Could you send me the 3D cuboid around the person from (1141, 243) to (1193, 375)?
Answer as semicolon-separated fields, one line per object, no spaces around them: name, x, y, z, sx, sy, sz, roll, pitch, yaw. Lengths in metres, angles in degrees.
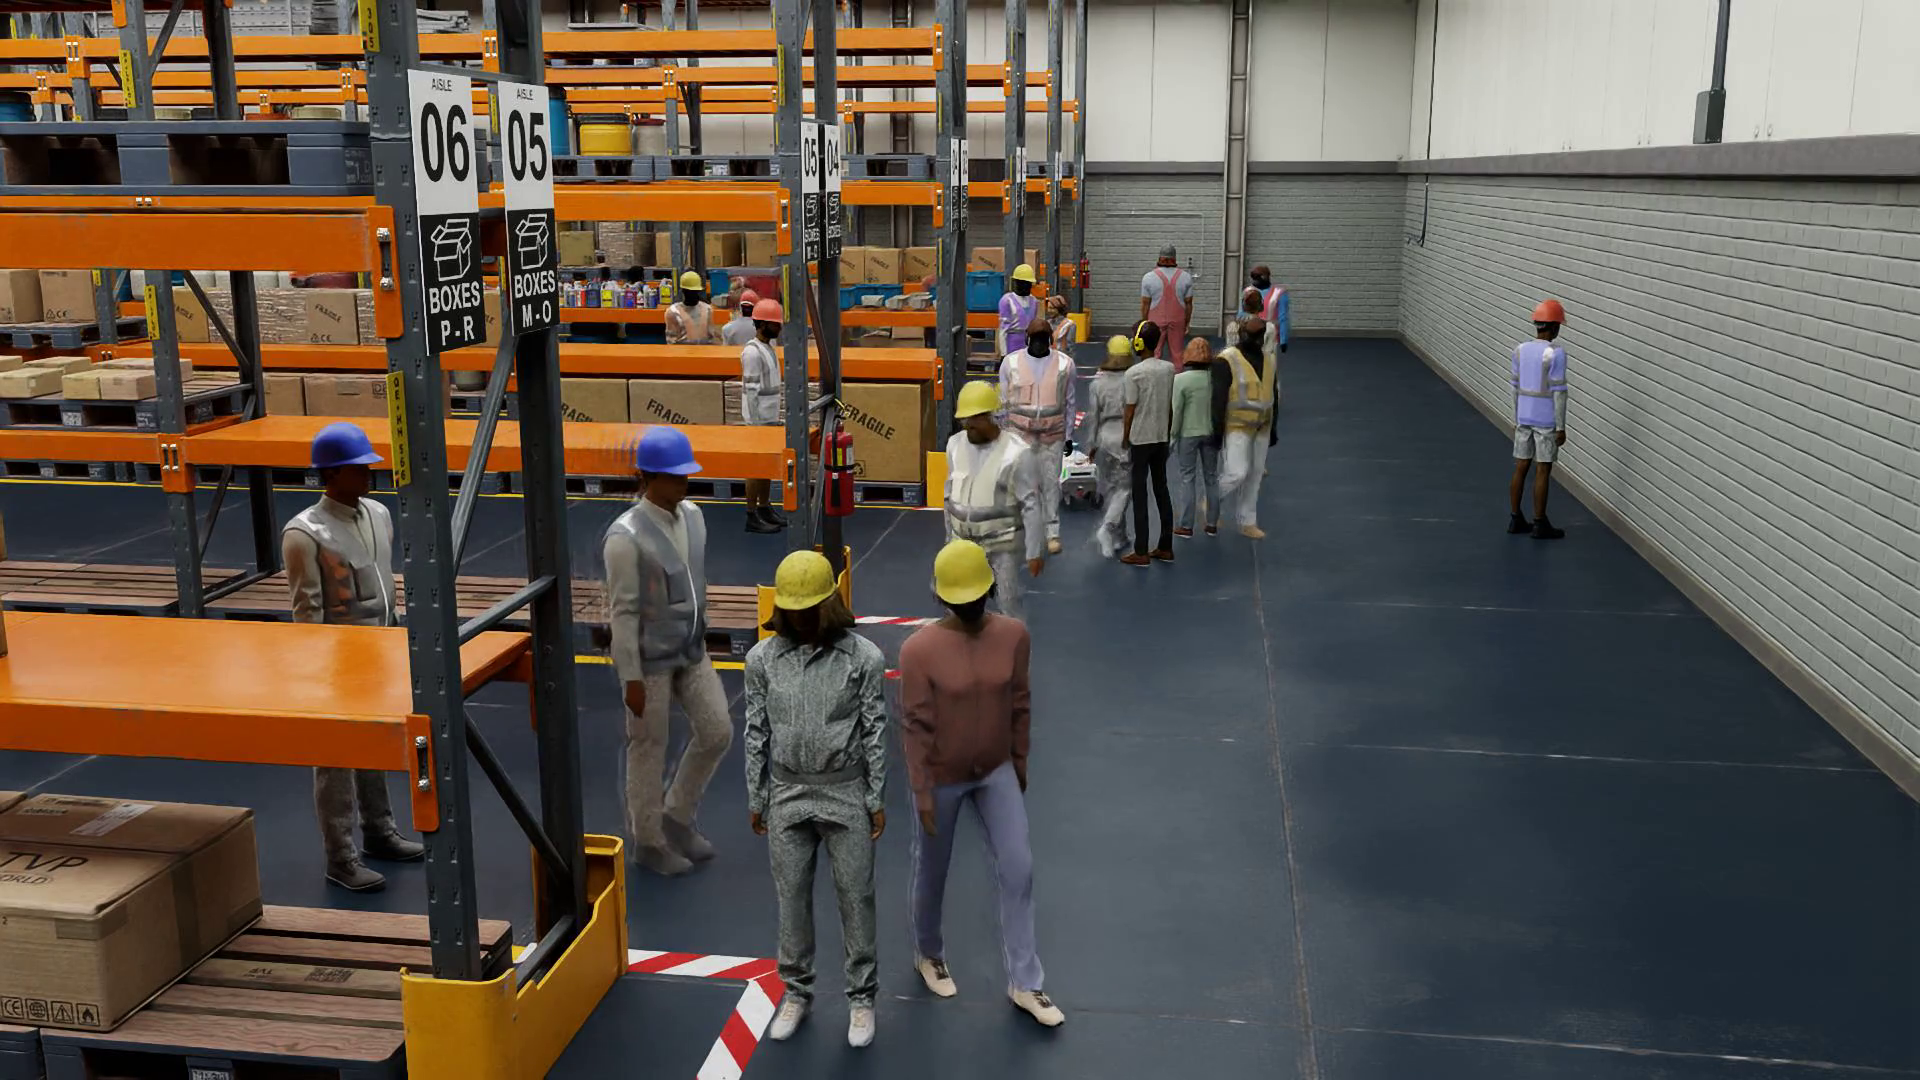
person;2.692;-2.877;21.860;0.688;2.000;0.539;-1;13;-5

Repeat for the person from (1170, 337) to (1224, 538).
person;1.930;-0.831;13.550;0.503;1.632;0.271;-4;13;-17

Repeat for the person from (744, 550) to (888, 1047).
person;-0.489;0.874;5.633;0.491;1.733;0.317;1;13;6

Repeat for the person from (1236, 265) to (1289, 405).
person;3.731;-2.499;20.656;0.654;1.820;0.479;9;15;34

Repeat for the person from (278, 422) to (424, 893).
person;-2.528;0.475;6.933;0.381;1.951;0.607;3;13;15

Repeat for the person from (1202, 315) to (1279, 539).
person;2.307;-0.913;13.500;0.630;1.826;0.476;-8;15;-32

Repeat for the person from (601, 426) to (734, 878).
person;-1.219;0.482;6.936;0.463;1.930;0.648;7;14;28

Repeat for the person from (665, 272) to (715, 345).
person;-2.846;-1.894;17.728;0.586;1.916;0.426;-11;17;-41

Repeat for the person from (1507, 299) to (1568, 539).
person;4.720;-0.980;13.525;0.360;1.940;0.543;-6;14;-27

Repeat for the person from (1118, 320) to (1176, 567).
person;1.417;-0.729;12.585;0.511;1.862;0.321;-9;16;-36

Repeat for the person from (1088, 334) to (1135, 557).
person;1.195;-0.724;12.886;0.510;1.704;0.747;7;14;29

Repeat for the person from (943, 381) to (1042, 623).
person;0.161;0.008;9.359;0.686;1.804;0.545;7;15;30

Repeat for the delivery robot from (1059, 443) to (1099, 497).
delivery robot;1.002;-0.622;14.847;0.477;0.478;0.707;-2;13;-9

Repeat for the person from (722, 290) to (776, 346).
person;-2.177;-1.717;17.276;0.572;1.749;0.342;-1;13;-4

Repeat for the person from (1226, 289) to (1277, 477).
person;2.827;-1.516;16.187;0.503;1.839;0.348;7;14;28

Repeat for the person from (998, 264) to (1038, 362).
person;0.695;-2.193;19.065;0.595;1.916;0.397;-11;17;-42

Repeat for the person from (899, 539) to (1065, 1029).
person;0.056;0.847;5.778;0.534;1.723;0.796;-6;14;-24

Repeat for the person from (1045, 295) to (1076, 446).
person;1.072;-1.851;18.166;0.317;1.632;0.525;-10;16;-39

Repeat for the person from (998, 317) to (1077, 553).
person;0.600;-0.813;12.996;0.627;1.844;0.429;0;12;-1

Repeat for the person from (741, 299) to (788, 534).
person;-1.597;-1.020;13.746;0.386;1.929;0.547;3;13;12
